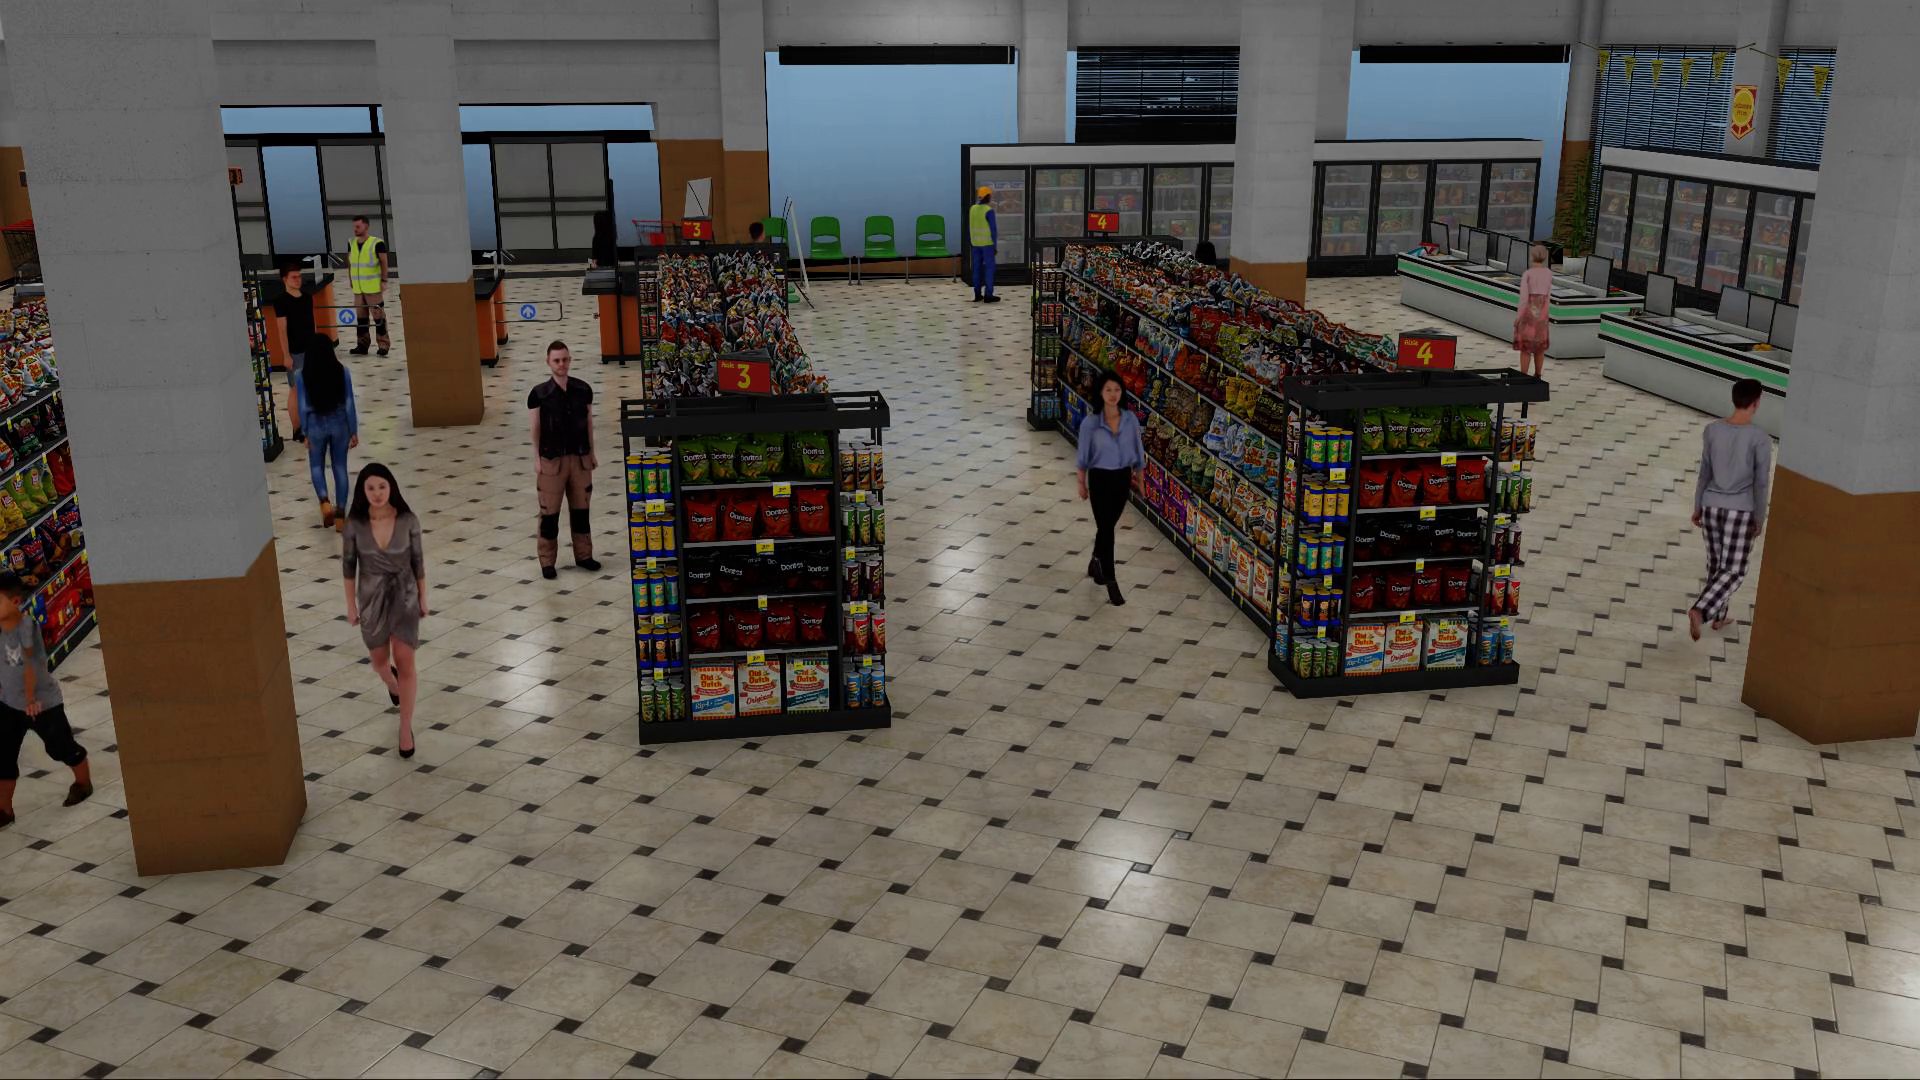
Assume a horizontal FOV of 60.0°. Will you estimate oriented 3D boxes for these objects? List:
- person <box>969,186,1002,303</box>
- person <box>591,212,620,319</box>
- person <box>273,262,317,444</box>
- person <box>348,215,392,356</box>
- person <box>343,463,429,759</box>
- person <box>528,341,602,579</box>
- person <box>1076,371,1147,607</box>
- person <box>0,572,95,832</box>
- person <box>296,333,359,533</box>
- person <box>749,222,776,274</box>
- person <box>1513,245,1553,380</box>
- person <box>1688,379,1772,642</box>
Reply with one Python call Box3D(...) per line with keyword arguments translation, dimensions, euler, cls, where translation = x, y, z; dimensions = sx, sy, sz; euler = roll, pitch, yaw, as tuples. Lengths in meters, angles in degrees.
Box3D(translation=(0.357, -4.677, 26.283), dimensions=(0.762, 1.811, 0.826), euler=(11, 20, 32), cls="person")
Box3D(translation=(-5.048, -3.903, 24.062), dimensions=(0.995, 1.622, 0.943), euler=(11, 20, 32), cls="person")
Box3D(translation=(-6.854, -1.954, 17.257), dimensions=(0.797, 1.847, 0.685), euler=(7, 18, 21), cls="person")
Box3D(translation=(-7.800, -3.357, 21.879), dimensions=(0.799, 1.845, 0.828), euler=(3, 17, 9), cls="person")
Box3D(translation=(-3.372, 0.374, 9.803), dimensions=(0.675, 1.723, 1.086), euler=(-5, 18, -15), cls="person")
Box3D(translation=(-3.090, -0.649, 12.968), dimensions=(0.769, 1.841, 0.737), euler=(-10, 20, -31), cls="person")
Box3D(translation=(1.092, -0.393, 12.380), dimensions=(0.753, 1.692, 1.173), euler=(-5, 18, -17), cls="person")
Box3D(translation=(-4.986, 0.784, 8.969), dimensions=(0.850, 1.422, 1.010), euler=(5, 18, 16), cls="person")
Box3D(translation=(-5.273, -0.867, 13.933), dimensions=(0.672, 1.697, 0.779), euler=(-6, 18, -20), cls="person")
Box3D(translation=(-2.580, -3.034, 20.852), dimensions=(0.940, 1.824, 1.038), euler=(5, 18, 16), cls="person")
Box3D(translation=(6.885, -2.688, 19.944), dimensions=(0.603, 1.690, 0.584), euler=(-4, 17, -14), cls="person")
Box3D(translation=(5.253, -0.176, 11.441), dimensions=(1.023, 1.824, 1.086), euler=(-14, 22, -38), cls="person")
